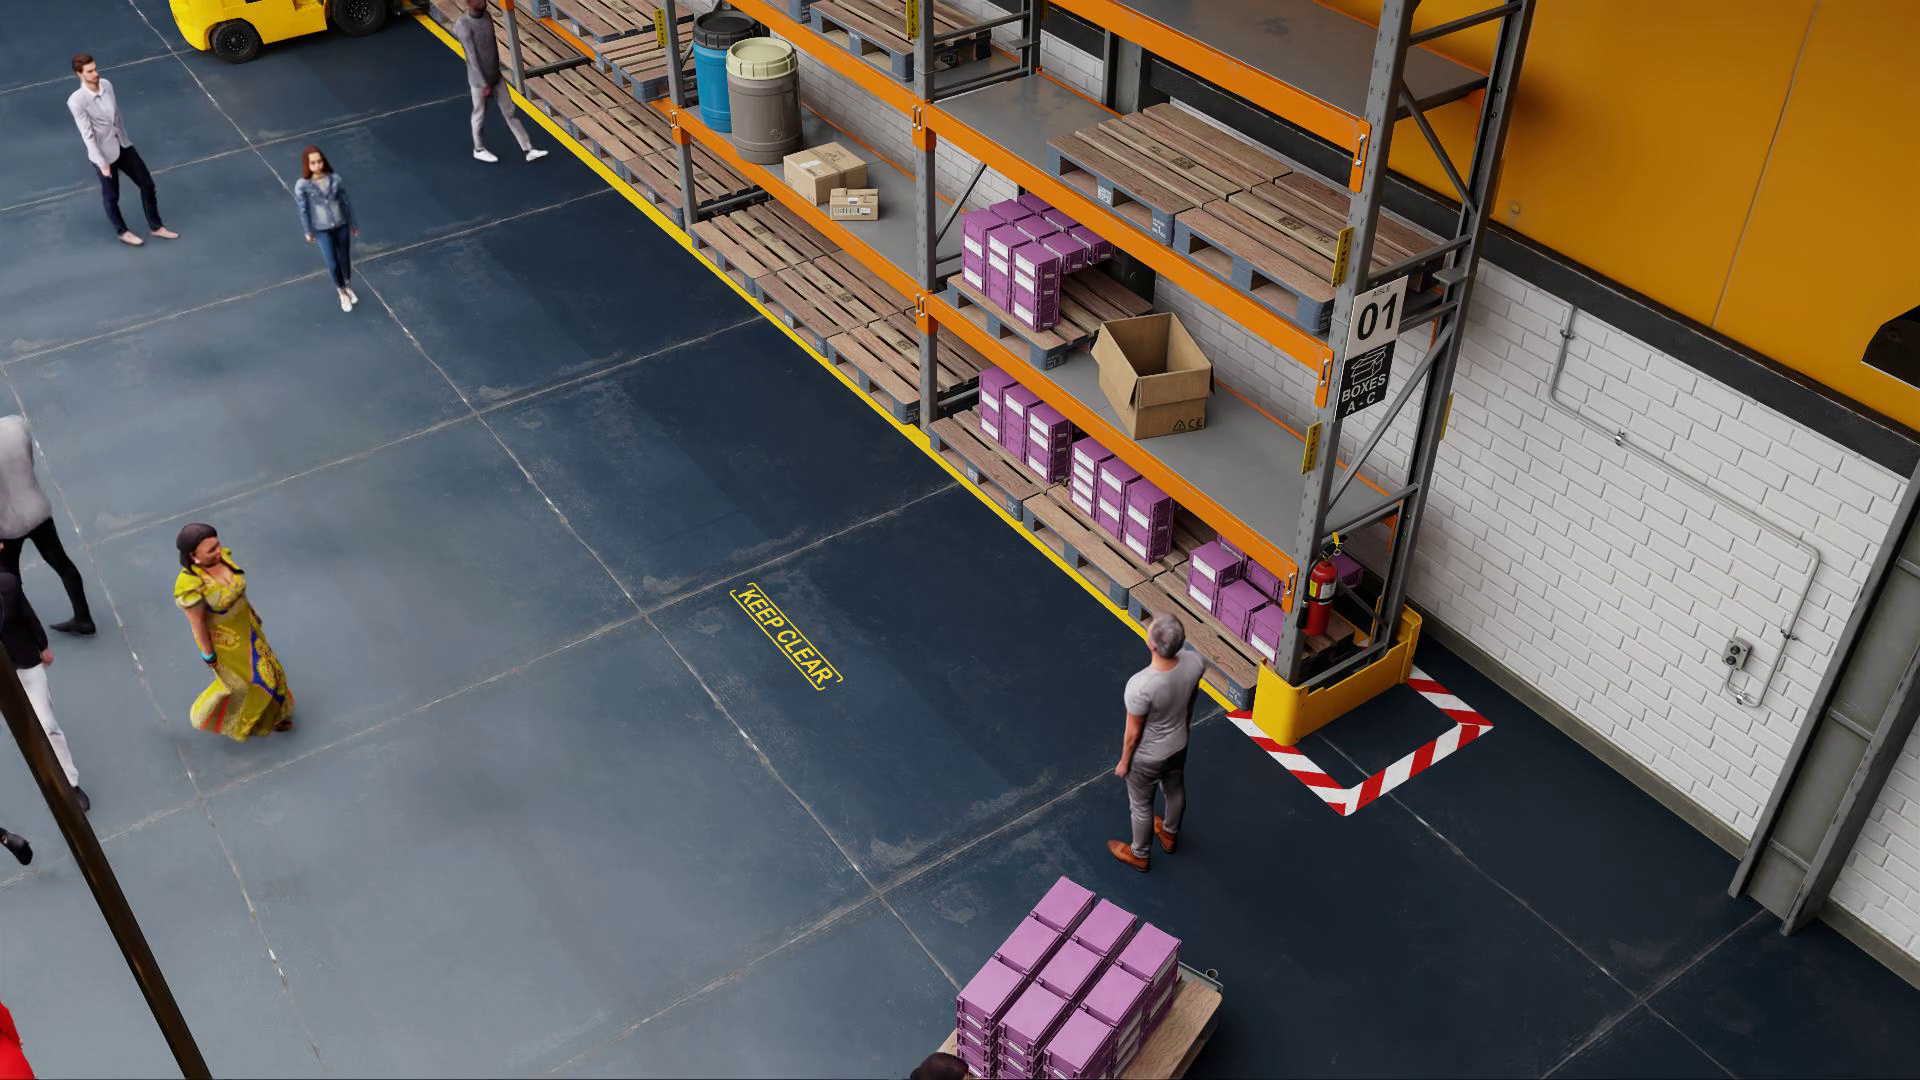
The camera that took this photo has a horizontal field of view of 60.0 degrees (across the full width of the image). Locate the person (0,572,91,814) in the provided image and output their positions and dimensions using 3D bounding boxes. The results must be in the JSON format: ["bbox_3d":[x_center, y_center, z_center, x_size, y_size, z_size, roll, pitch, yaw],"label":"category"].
[{"bbox_3d":[-5.645,0.725,9.821,0.715,1.803,1.188,-24,45,-27],"label":"person"}]

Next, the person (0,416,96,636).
[{"bbox_3d":[-6.059,-0.143,10.843,1.265,1.885,1.116,13,40,16],"label":"person"}]

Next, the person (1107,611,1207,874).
[{"bbox_3d":[1.109,1.140,9.278,0.684,1.831,0.545,-25,45,-28],"label":"person"}]

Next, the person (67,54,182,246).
[{"bbox_3d":[-7.805,-3.549,15.151,0.949,1.830,0.872,17,42,20],"label":"person"}]

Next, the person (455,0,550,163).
[{"bbox_3d":[-4.766,-4.573,16.455,1.205,1.803,1.017,17,42,20],"label":"person"}]

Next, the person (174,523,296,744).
[{"bbox_3d":[-4.537,0.571,10.140,1.036,1.645,0.989,2,39,3],"label":"person"}]

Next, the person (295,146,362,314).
[{"bbox_3d":[-5.482,-2.739,14.426,0.586,1.469,0.596,-25,45,-28],"label":"person"}]
